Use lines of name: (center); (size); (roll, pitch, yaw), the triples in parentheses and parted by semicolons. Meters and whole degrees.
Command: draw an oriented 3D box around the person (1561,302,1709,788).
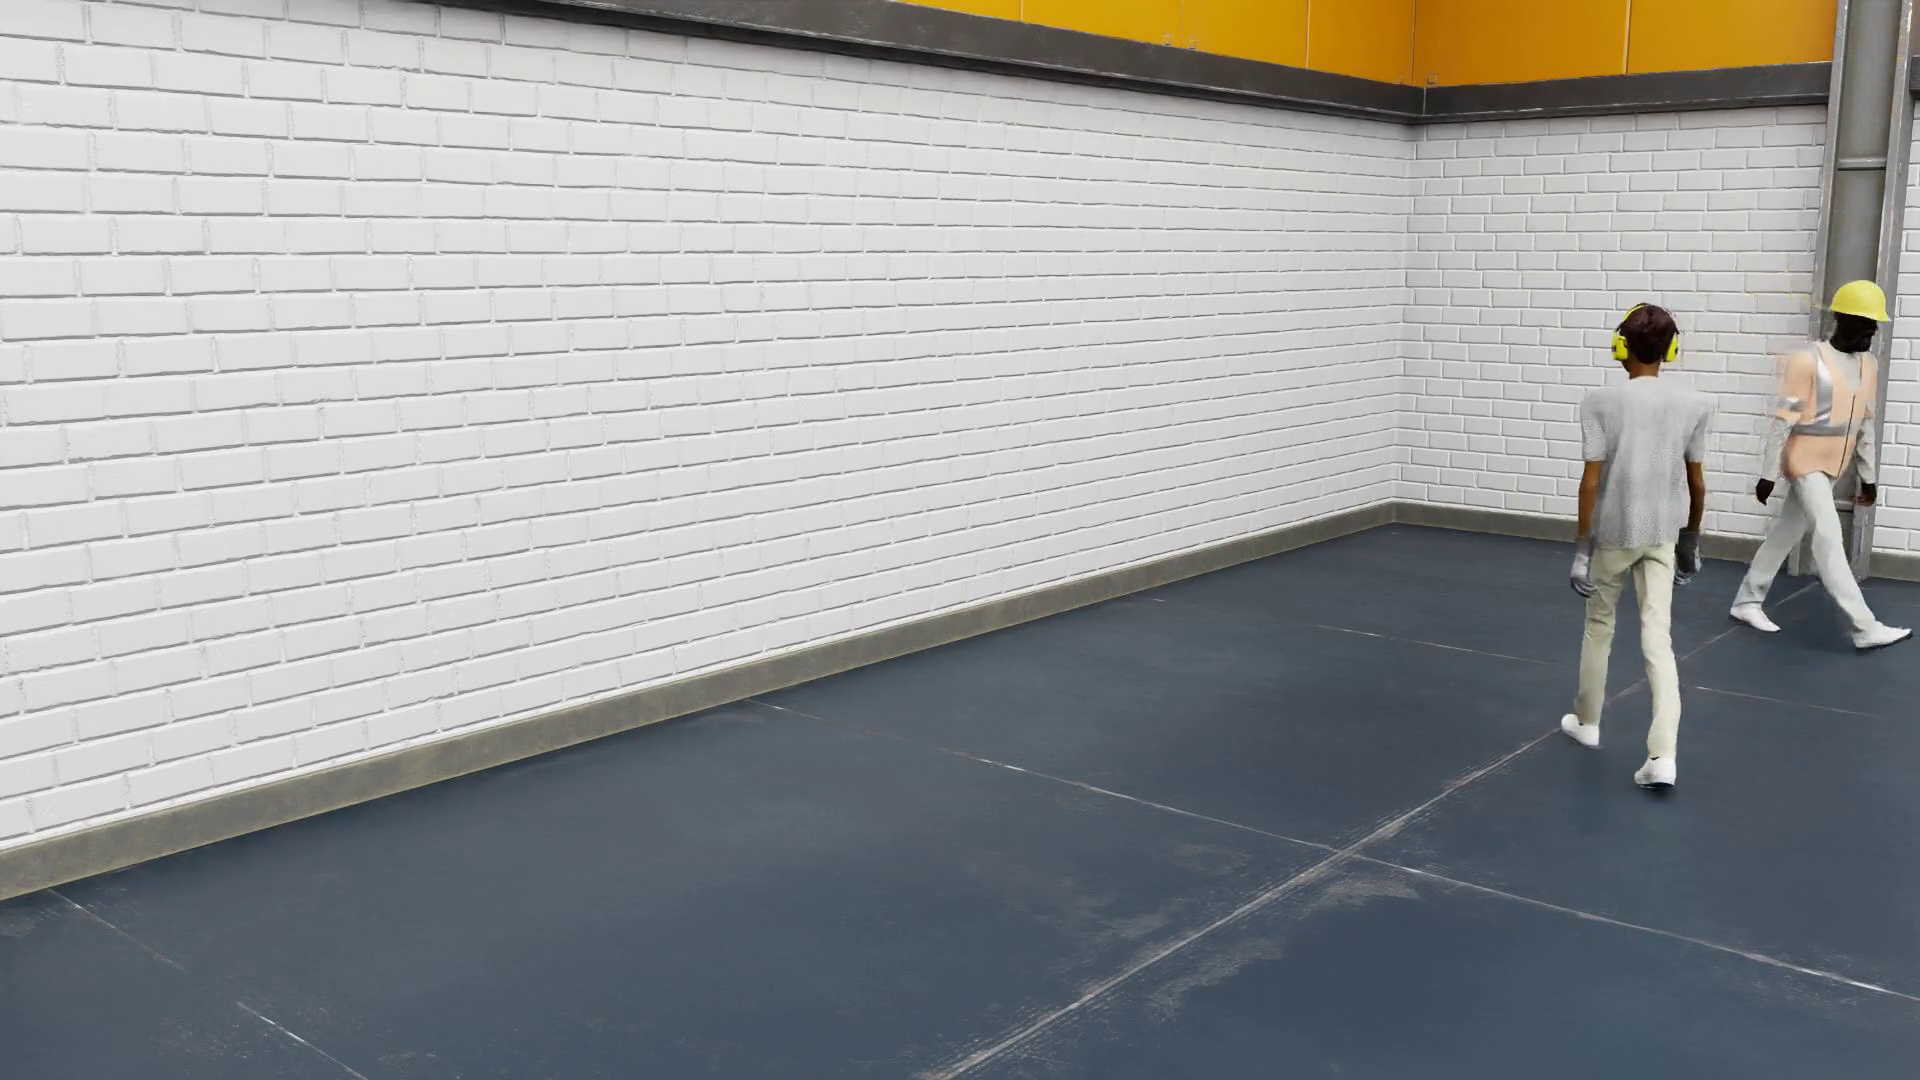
person: (2.618, 0.005, 6.401); (0.541, 1.825, 0.989); (1, 10, 3)

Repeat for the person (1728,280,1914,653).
person: (4.423, -0.381, 8.462); (0.598, 1.855, 1.054); (-6, 11, -30)
